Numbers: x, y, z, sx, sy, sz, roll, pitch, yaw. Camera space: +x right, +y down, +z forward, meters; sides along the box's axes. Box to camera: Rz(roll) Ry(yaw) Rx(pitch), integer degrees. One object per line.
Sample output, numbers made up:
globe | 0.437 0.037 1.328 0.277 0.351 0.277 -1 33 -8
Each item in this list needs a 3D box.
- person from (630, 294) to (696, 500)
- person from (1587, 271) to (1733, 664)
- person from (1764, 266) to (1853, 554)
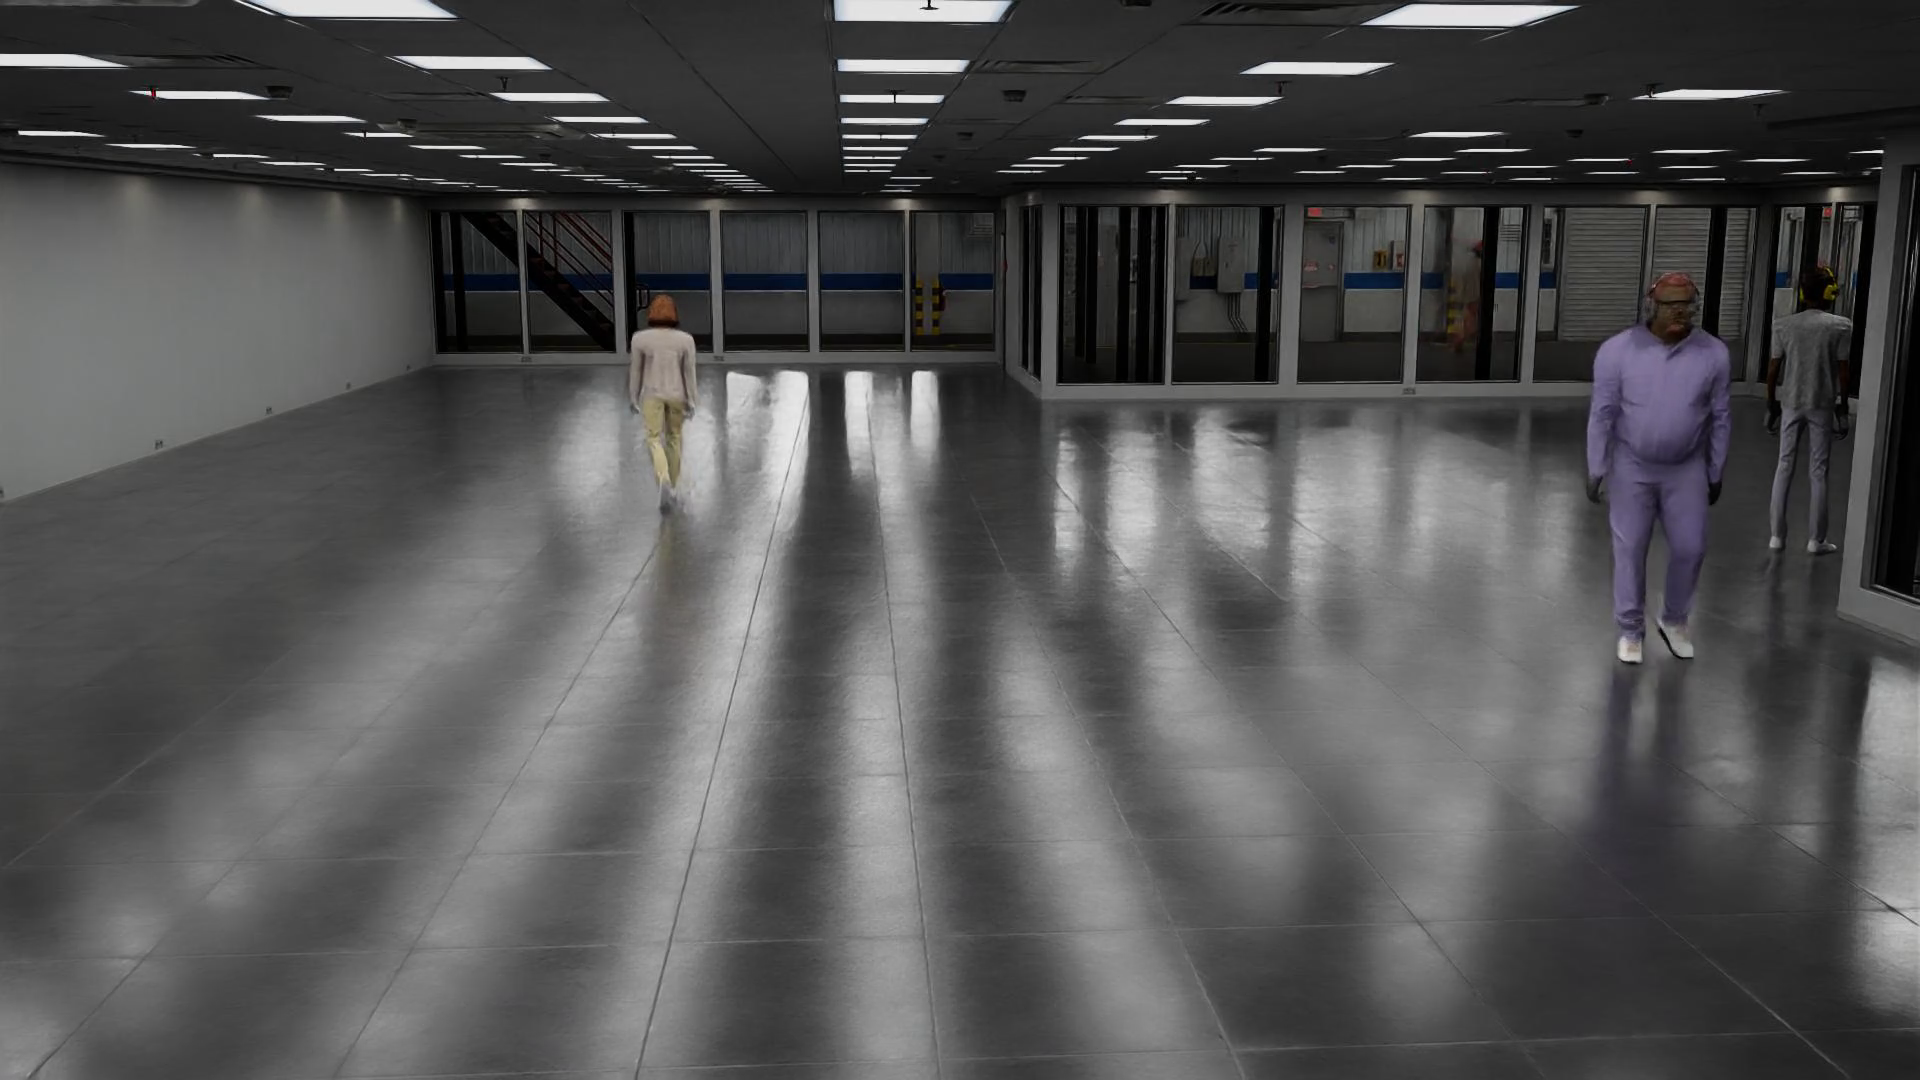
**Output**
person | -2.278 -1.089 12.847 0.505 1.610 0.622 -4 11 -21
person | 3.386 -0.347 8.083 0.670 1.898 0.434 3 11 14
person | 5.519 -0.836 10.825 0.517 1.865 0.327 9 14 40
